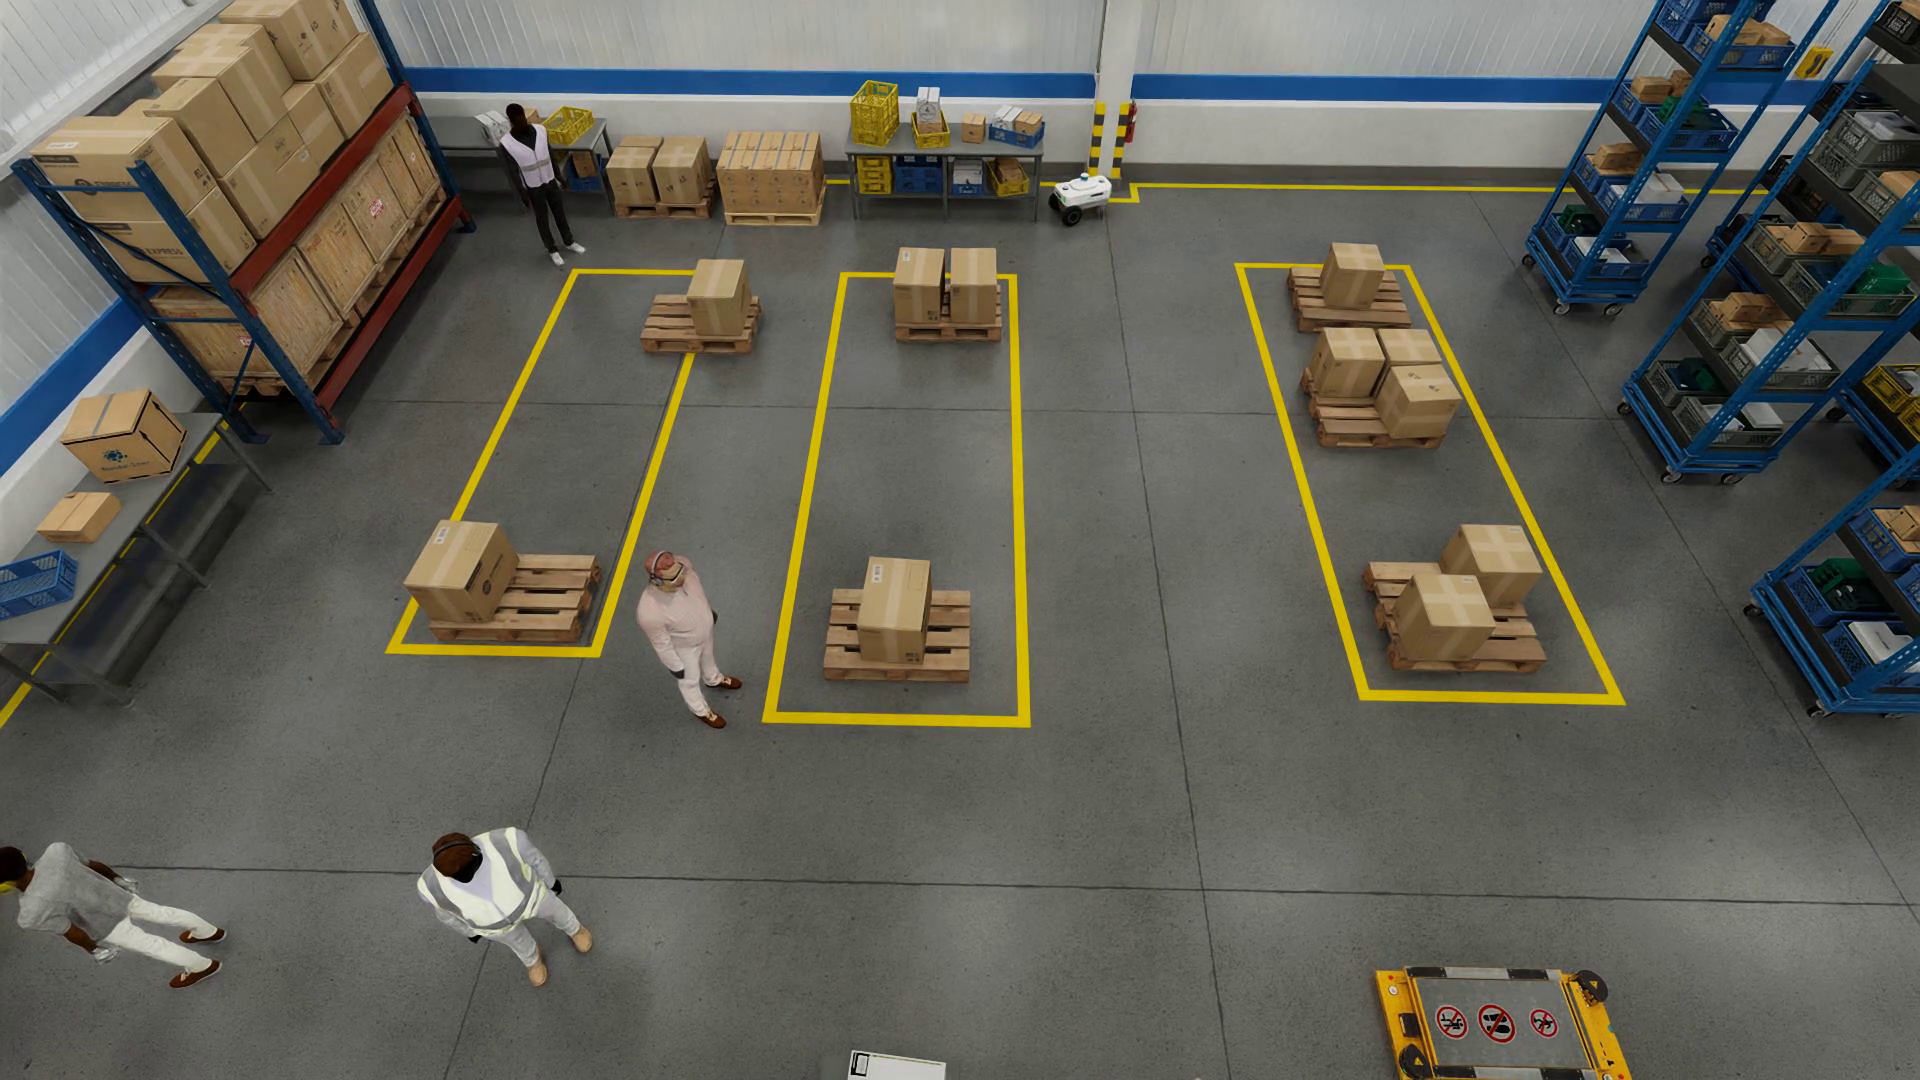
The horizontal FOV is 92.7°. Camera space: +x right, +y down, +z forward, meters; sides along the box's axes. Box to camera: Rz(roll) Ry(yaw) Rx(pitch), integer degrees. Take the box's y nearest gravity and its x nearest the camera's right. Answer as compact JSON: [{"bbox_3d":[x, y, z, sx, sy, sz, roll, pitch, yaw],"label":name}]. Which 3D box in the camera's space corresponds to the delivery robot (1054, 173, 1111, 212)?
[{"bbox_3d":[1.596,-4.527,11.918,0.707,0.478,0.477,-17,53,-13],"label":"delivery robot"}]

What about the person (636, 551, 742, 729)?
[{"bbox_3d":[-2.001,0.717,6.835,0.406,1.911,0.638,11,52,9],"label":"person"}]

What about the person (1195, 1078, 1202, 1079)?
[{"bbox_3d":[1.141,3.250,4.820,0.403,1.827,0.600,26,56,20],"label":"person"}]

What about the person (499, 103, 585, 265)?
[{"bbox_3d":[-4.977,-4.225,10.858,0.372,1.914,0.597,31,57,23],"label":"person"}]

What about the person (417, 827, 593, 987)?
[{"bbox_3d":[-2.769,2.239,5.637,0.626,1.844,0.429,-32,57,-23],"label":"person"}]

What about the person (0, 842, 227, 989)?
[{"bbox_3d":[-5.207,2.284,5.582,0.328,1.872,0.513,-13,52,-10],"label":"person"}]

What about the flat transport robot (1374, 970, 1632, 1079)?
[{"bbox_3d":[3.501,3.133,5.914,1.431,0.197,0.652,1,51,1],"label":"flat transport robot"}]
